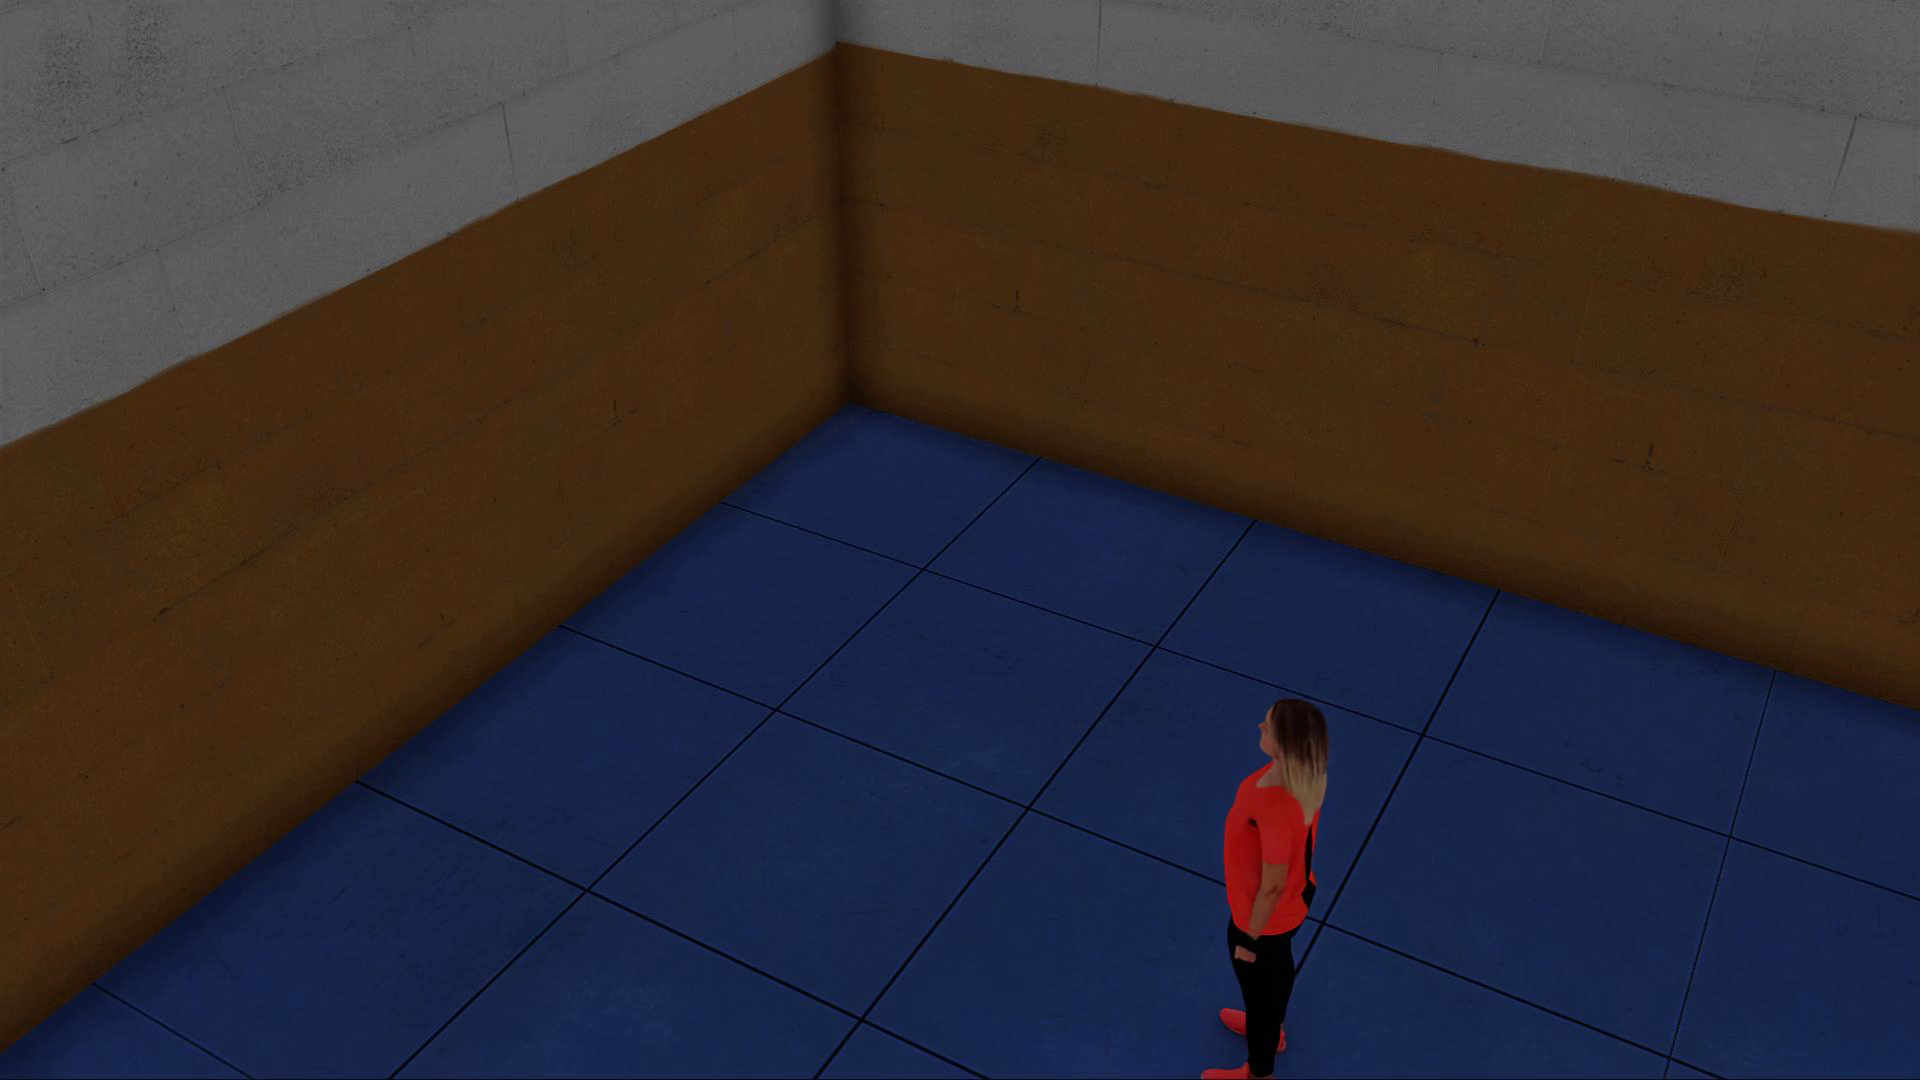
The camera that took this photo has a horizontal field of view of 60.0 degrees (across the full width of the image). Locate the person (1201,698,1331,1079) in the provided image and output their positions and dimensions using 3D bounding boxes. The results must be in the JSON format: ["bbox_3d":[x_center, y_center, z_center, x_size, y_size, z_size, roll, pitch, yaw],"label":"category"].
[{"bbox_3d":[1.051,1.217,5.597,0.681,1.693,0.507,13,36,18],"label":"person"}]
